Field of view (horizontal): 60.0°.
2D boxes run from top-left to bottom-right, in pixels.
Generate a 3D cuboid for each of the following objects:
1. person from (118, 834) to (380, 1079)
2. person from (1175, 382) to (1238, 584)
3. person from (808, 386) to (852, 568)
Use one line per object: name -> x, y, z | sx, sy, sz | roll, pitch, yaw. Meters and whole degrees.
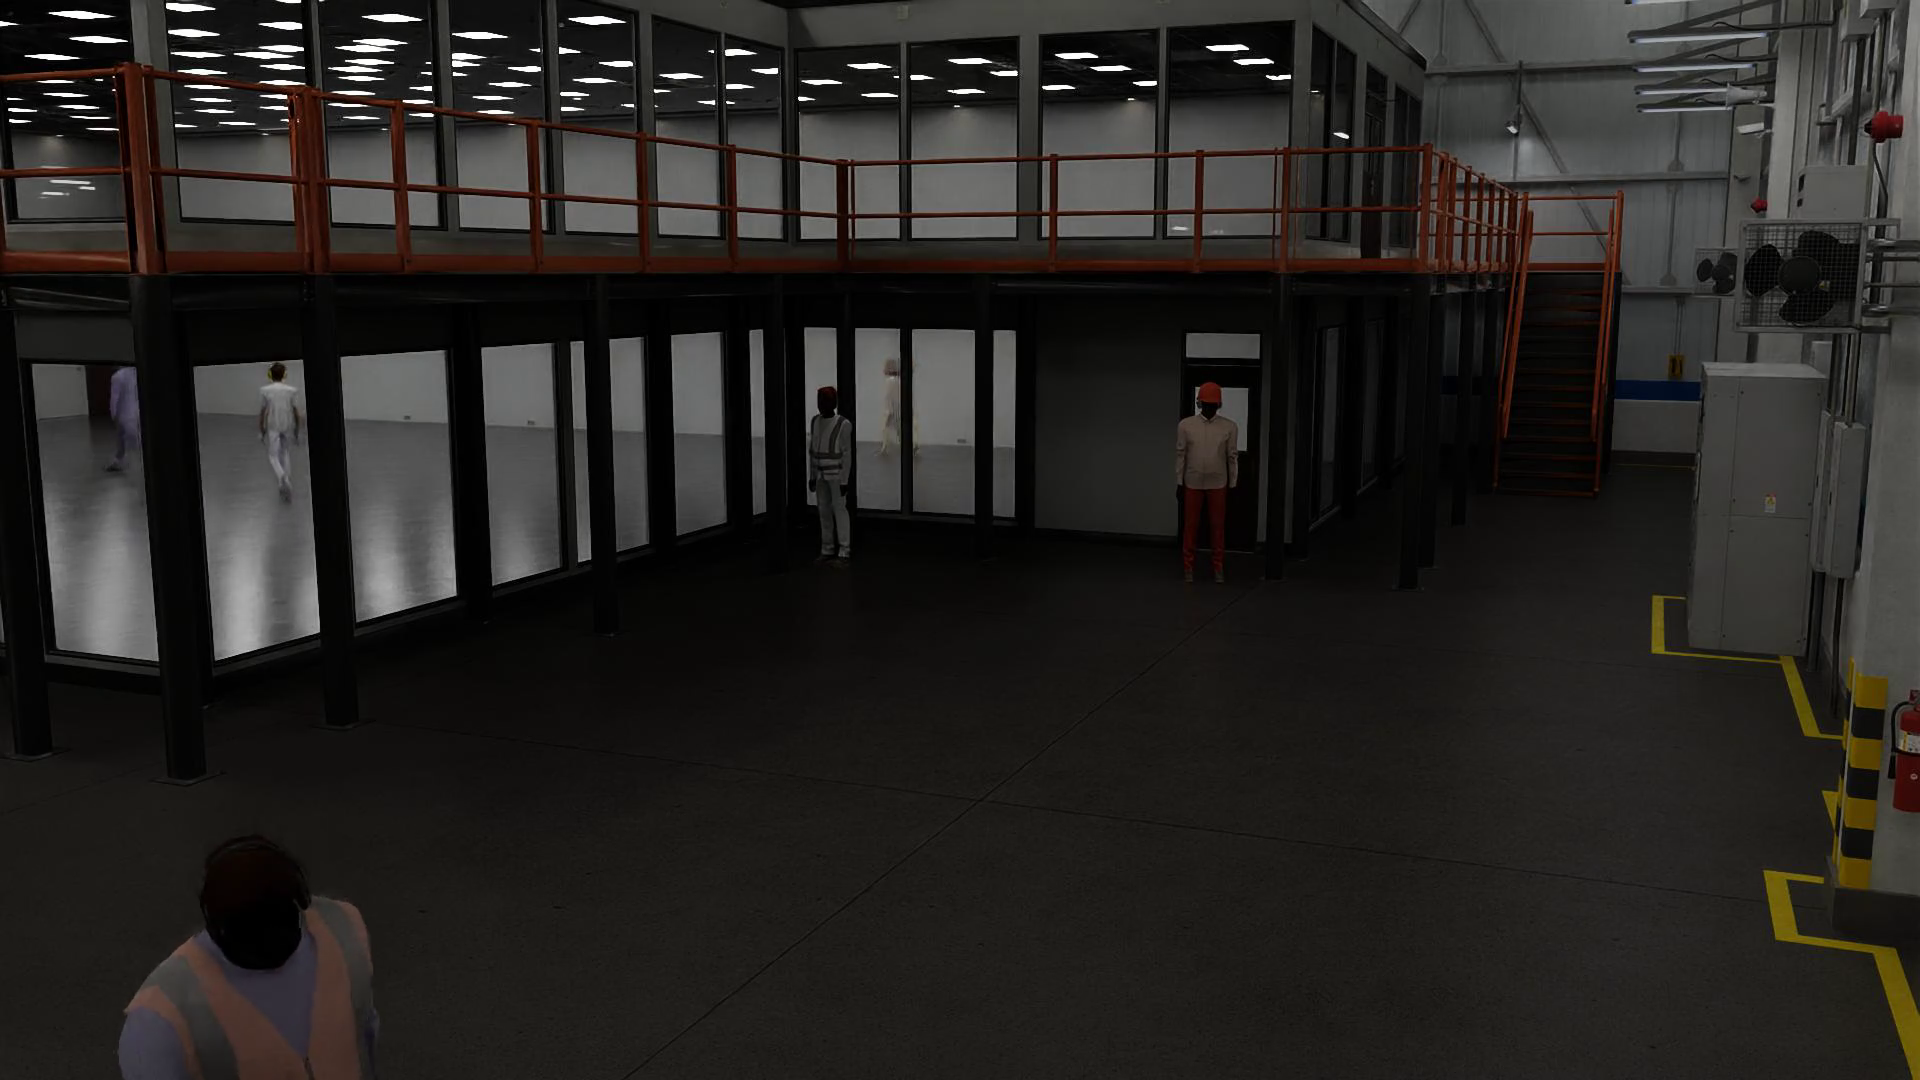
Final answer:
person -> -1.637, 1.535, 3.957 | 0.623, 1.794, 0.653 | 7, 12, 38
person -> 2.407, -0.553, 16.243 | 0.612, 1.986, 0.406 | 1, 9, 6
person -> -1.342, -0.650, 17.178 | 0.577, 1.876, 0.346 | 9, 13, 43
